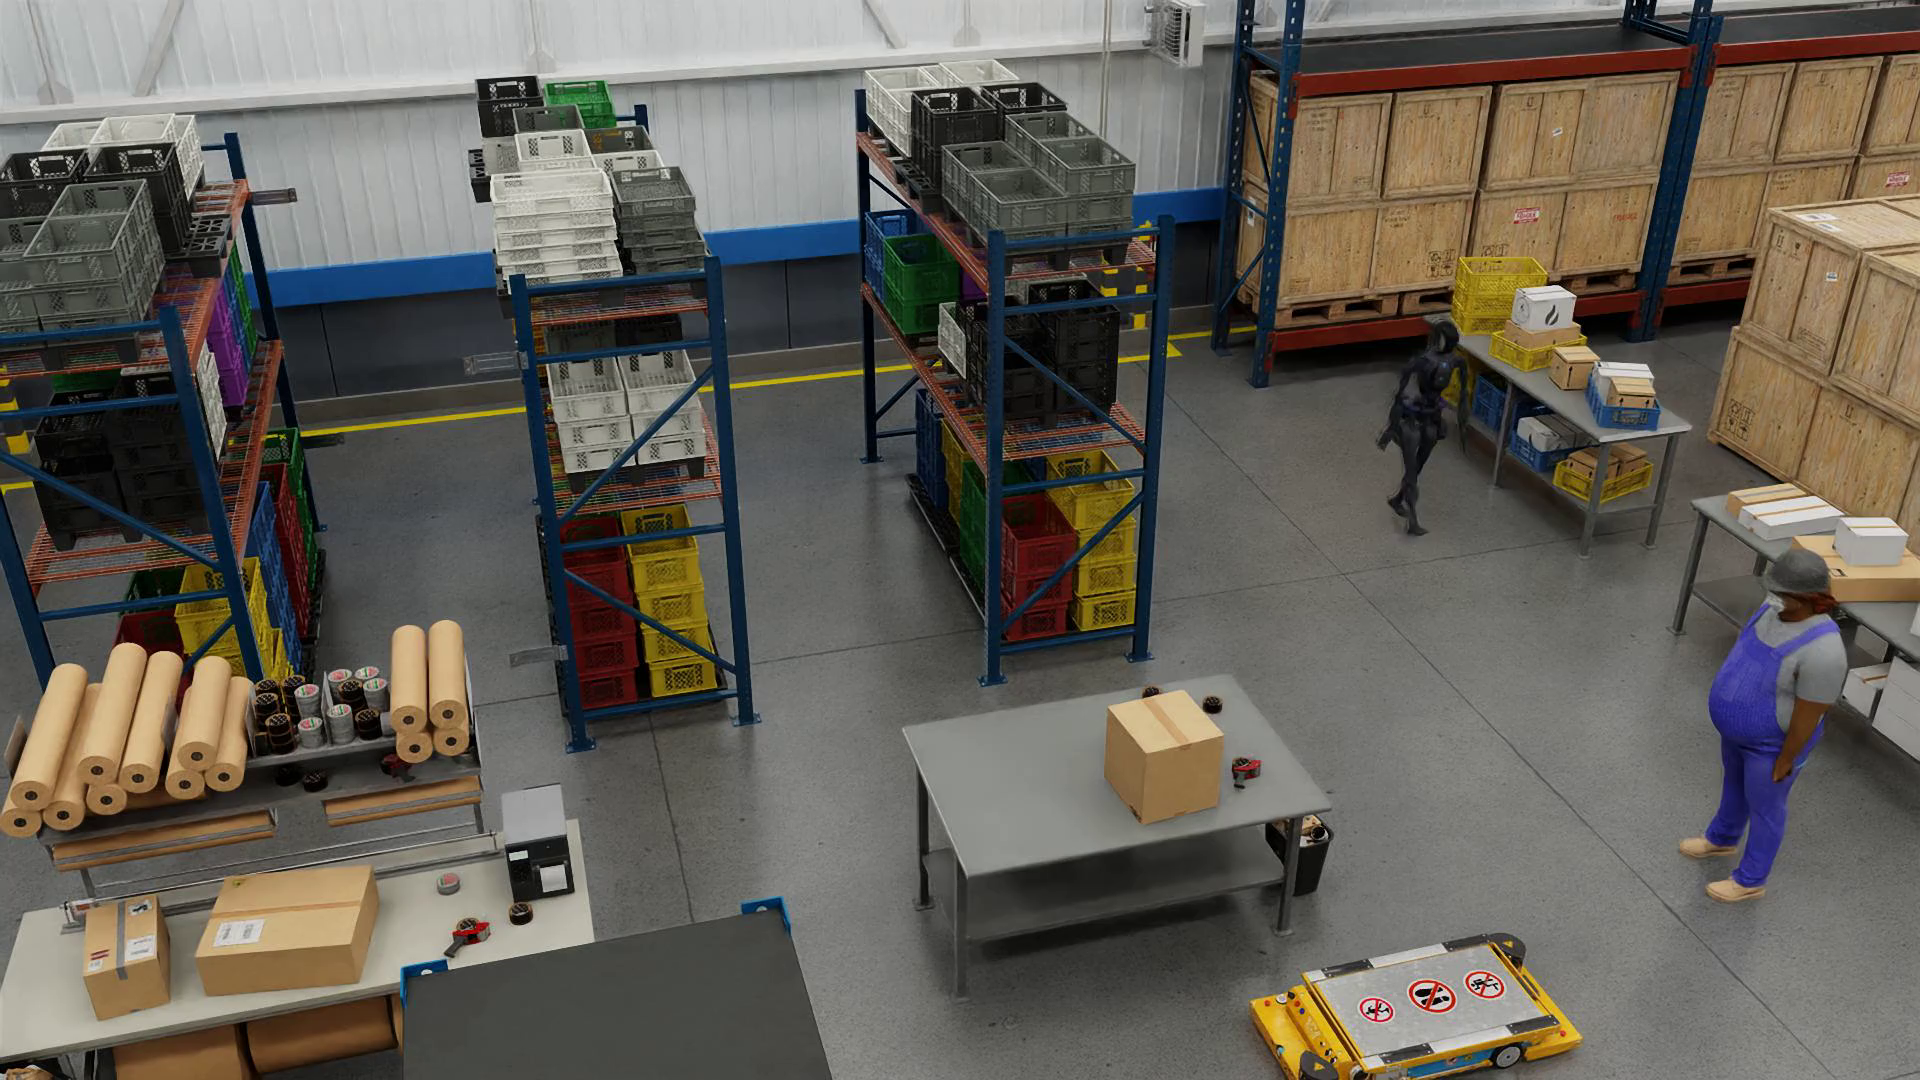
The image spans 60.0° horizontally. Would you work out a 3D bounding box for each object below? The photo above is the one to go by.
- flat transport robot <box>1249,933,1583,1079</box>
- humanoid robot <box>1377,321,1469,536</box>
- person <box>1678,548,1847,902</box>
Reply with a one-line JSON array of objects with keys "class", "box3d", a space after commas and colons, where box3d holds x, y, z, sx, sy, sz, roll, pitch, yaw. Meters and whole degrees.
[{"class": "flat transport robot", "box3d": [2.184, 2.282, 7.980, 1.431, 0.197, 0.652, -8, 30, -14]}, {"class": "humanoid robot", "box3d": [3.420, -0.827, 12.245, 0.596, 1.627, 0.755, -9, 30, -16]}, {"class": "person", "box3d": [4.146, 0.933, 8.626, 0.535, 2.000, 0.681, 0, 29, -1]}]
